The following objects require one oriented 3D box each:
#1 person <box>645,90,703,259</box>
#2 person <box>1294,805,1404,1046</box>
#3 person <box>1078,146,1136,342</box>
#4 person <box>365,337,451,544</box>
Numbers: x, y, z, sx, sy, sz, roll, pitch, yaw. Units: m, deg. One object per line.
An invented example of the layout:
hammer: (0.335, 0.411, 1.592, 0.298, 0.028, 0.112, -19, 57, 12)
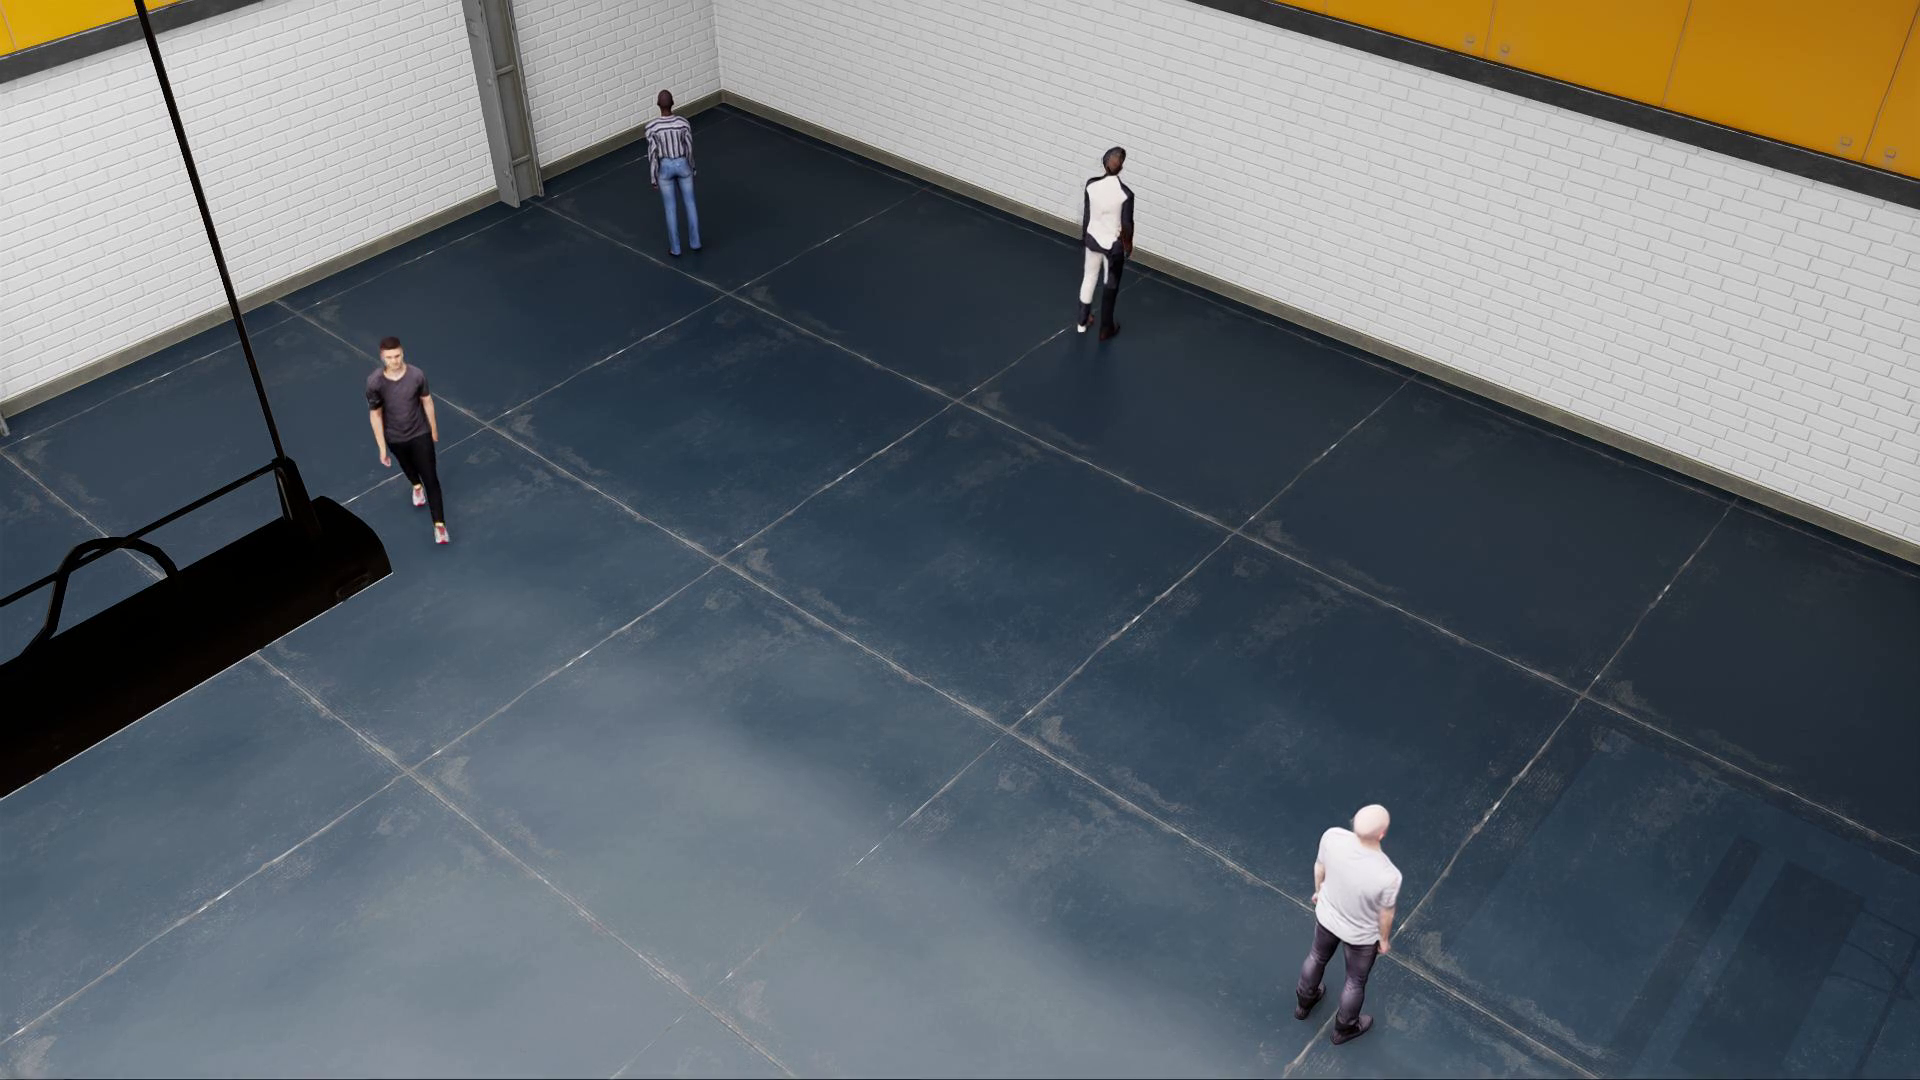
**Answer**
person: (-2.875, -3.684, 16.776, 0.646, 1.795, 0.765, -13, 40, -15)
person: (2.201, 2.155, 9.435, 0.599, 1.831, 0.689, -31, 48, -33)
person: (1.342, -2.761, 15.546, 0.708, 1.887, 0.635, 21, 43, 24)
person: (-4.439, -0.882, 13.328, 1.194, 1.718, 1.118, -11, 40, -13)
